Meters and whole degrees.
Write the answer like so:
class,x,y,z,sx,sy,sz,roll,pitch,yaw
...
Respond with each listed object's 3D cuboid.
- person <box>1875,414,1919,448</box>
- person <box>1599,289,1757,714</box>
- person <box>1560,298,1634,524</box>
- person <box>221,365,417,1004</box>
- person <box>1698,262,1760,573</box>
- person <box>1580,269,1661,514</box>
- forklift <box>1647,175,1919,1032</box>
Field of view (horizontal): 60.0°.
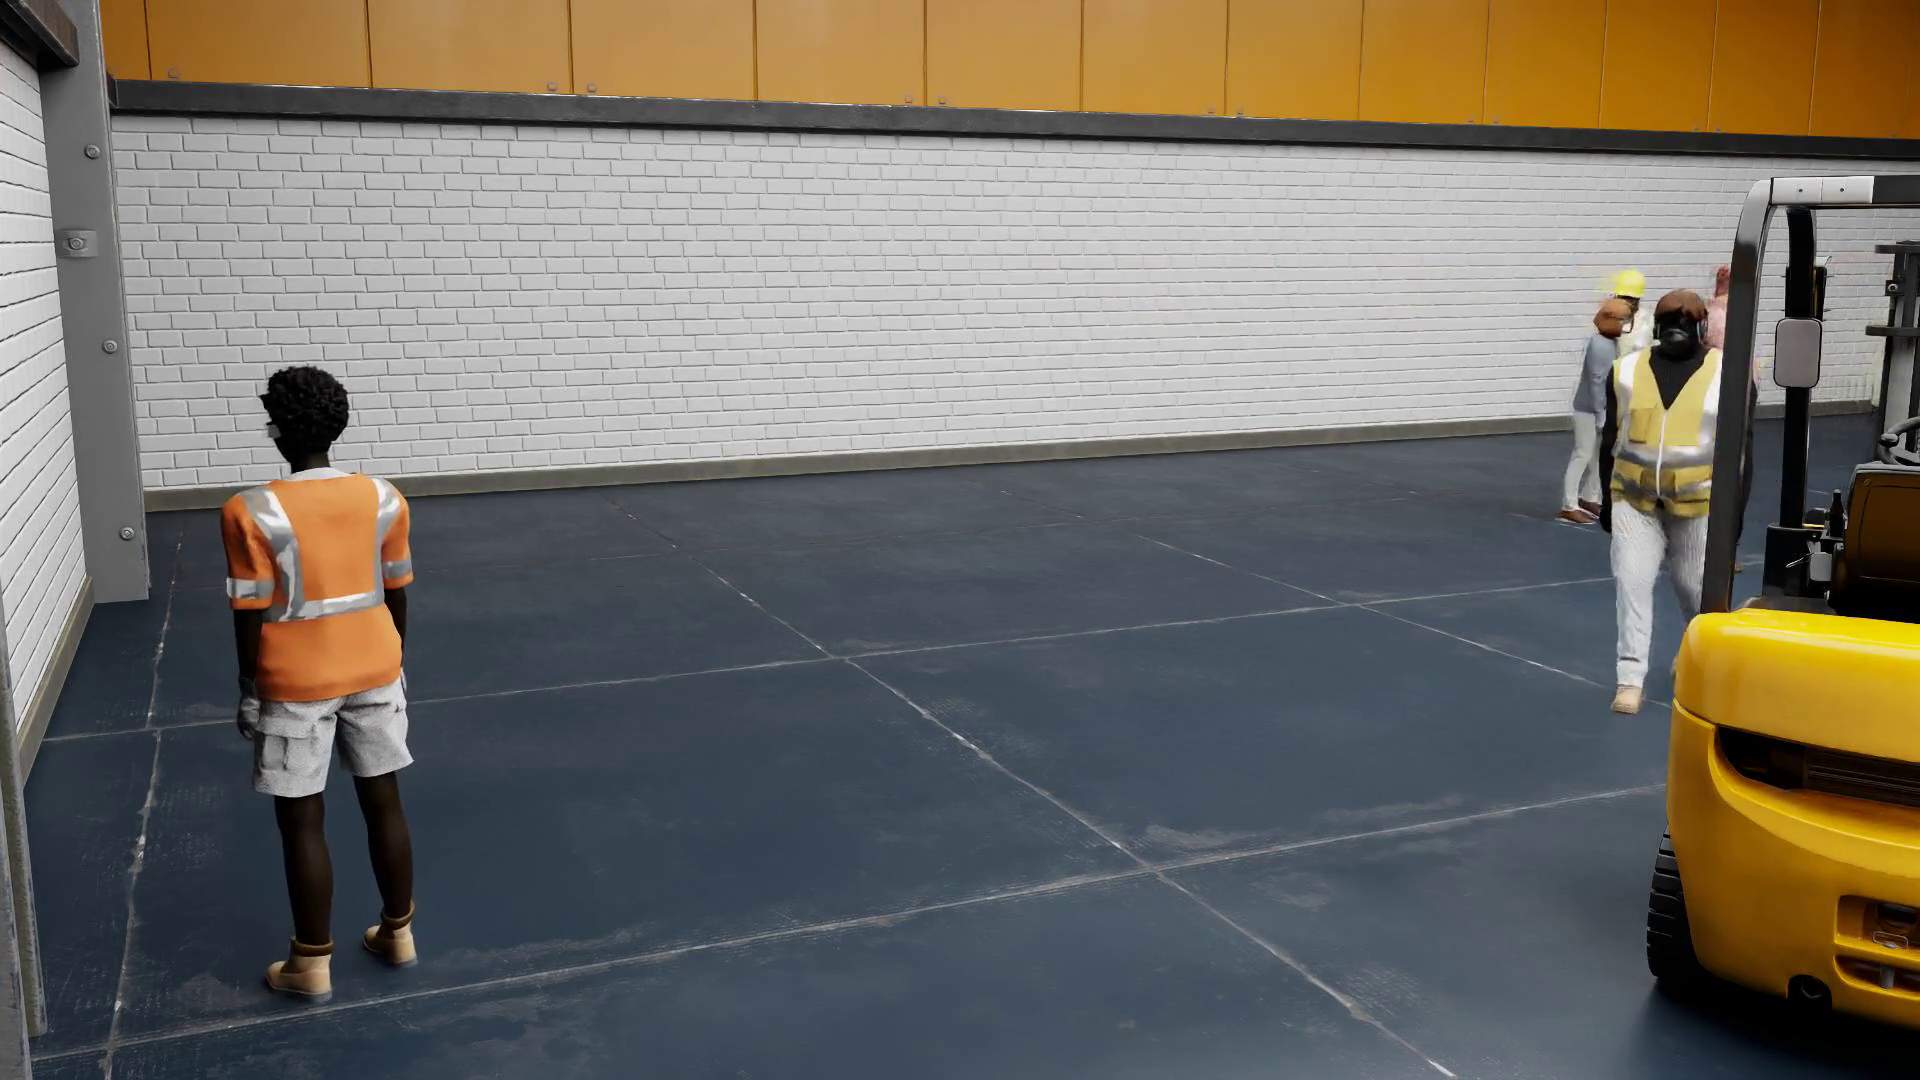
class,x,y,z,sx,sy,sz,roll,pitch,yaw
person,5.994,-0.817,10.389,0.430,1.938,0.820,-4,11,-19
person,3.125,-0.190,7.286,0.632,1.818,0.837,7,12,33
person,4.477,-0.895,11.723,0.436,1.606,0.505,9,14,42
person,-1.702,0.378,4.489,0.320,1.689,0.525,8,13,38
person,4.616,-0.731,10.061,0.421,1.894,0.644,4,11,21
person,4.838,-1.043,12.019,0.495,1.803,0.783,-9,14,-42
forklift,2.810,0.094,4.662,1.214,2.155,2.313,7,12,34
